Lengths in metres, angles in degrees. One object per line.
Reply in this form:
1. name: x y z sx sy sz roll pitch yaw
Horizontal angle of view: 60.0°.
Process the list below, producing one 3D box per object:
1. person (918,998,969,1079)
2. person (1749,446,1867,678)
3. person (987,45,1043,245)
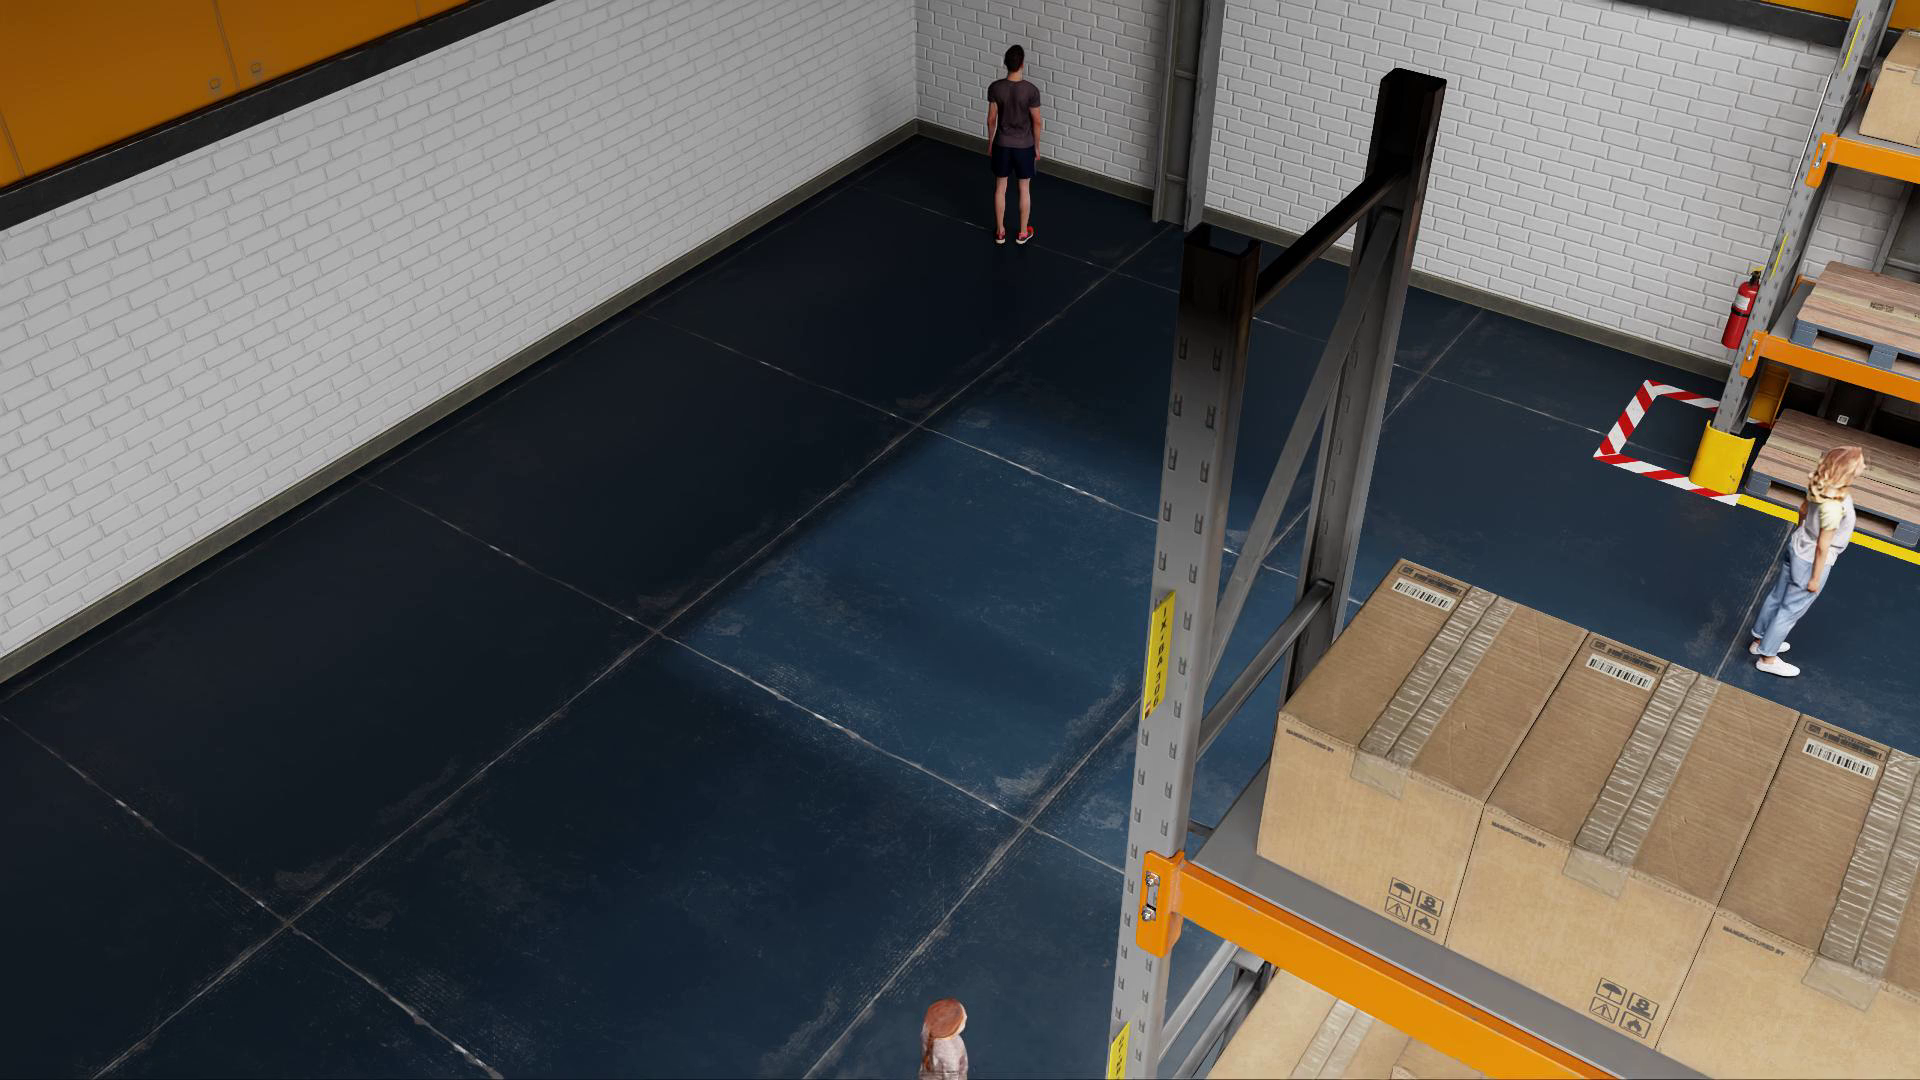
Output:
1. person: -0.130 2.561 7.883 0.769 1.179 0.820 -17 42 -21
2. person: 5.345 0.119 10.504 0.705 1.723 0.707 5 39 6
3. person: 0.479 -3.549 14.993 0.645 1.853 0.782 5 39 7
